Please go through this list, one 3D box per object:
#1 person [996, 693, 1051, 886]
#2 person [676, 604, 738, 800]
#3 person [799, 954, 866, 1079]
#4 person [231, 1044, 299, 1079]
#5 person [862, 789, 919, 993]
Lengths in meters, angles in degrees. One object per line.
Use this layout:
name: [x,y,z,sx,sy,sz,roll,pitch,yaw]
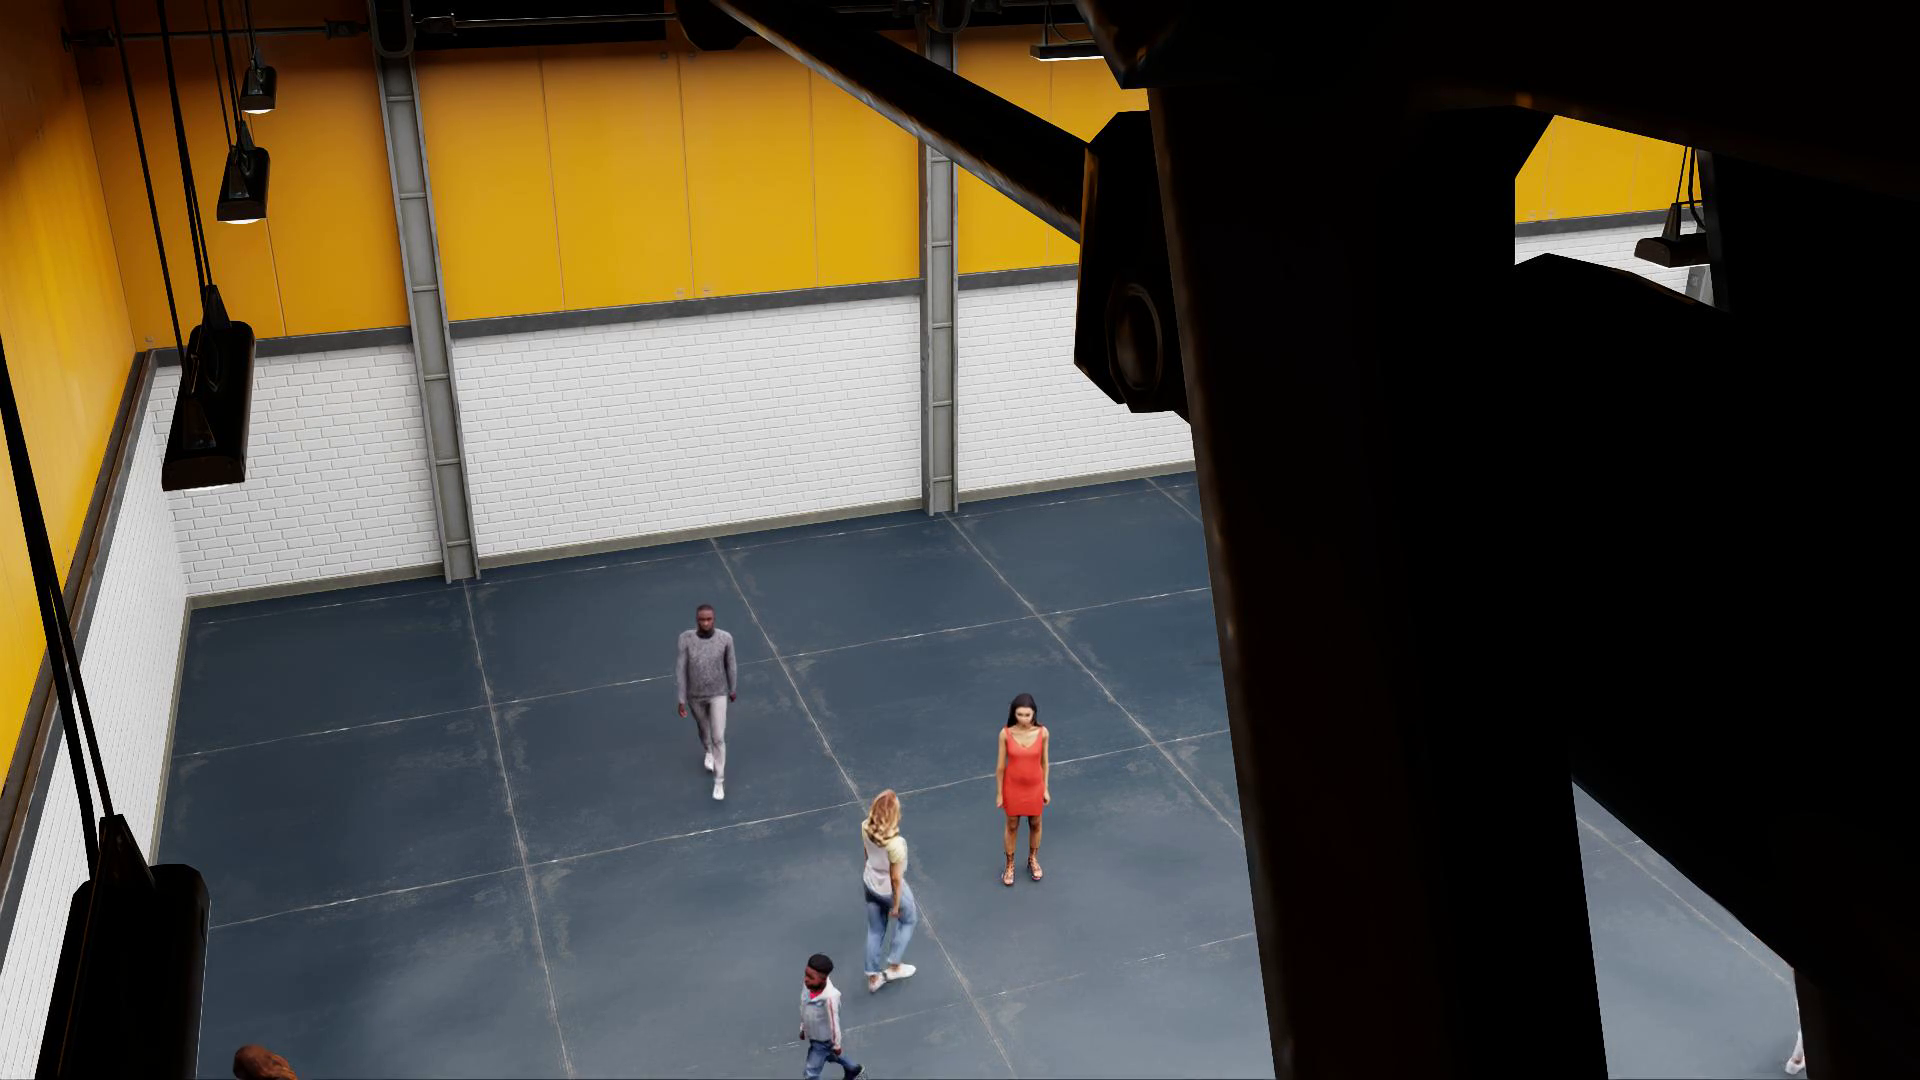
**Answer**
person: [0.528,2.050,13.851,0.602,1.720,0.725,-2,24,-5]
person: [-2.322,1.393,15.264,1.190,1.792,0.979,-1,24,-3]
person: [-0.895,3.357,11.455,0.923,1.245,0.626,-15,28,-30]
person: [-4.181,3.718,10.332,0.817,1.483,0.585,-7,25,-16]
person: [-0.630,2.668,12.453,0.771,1.707,0.819,19,30,37]
